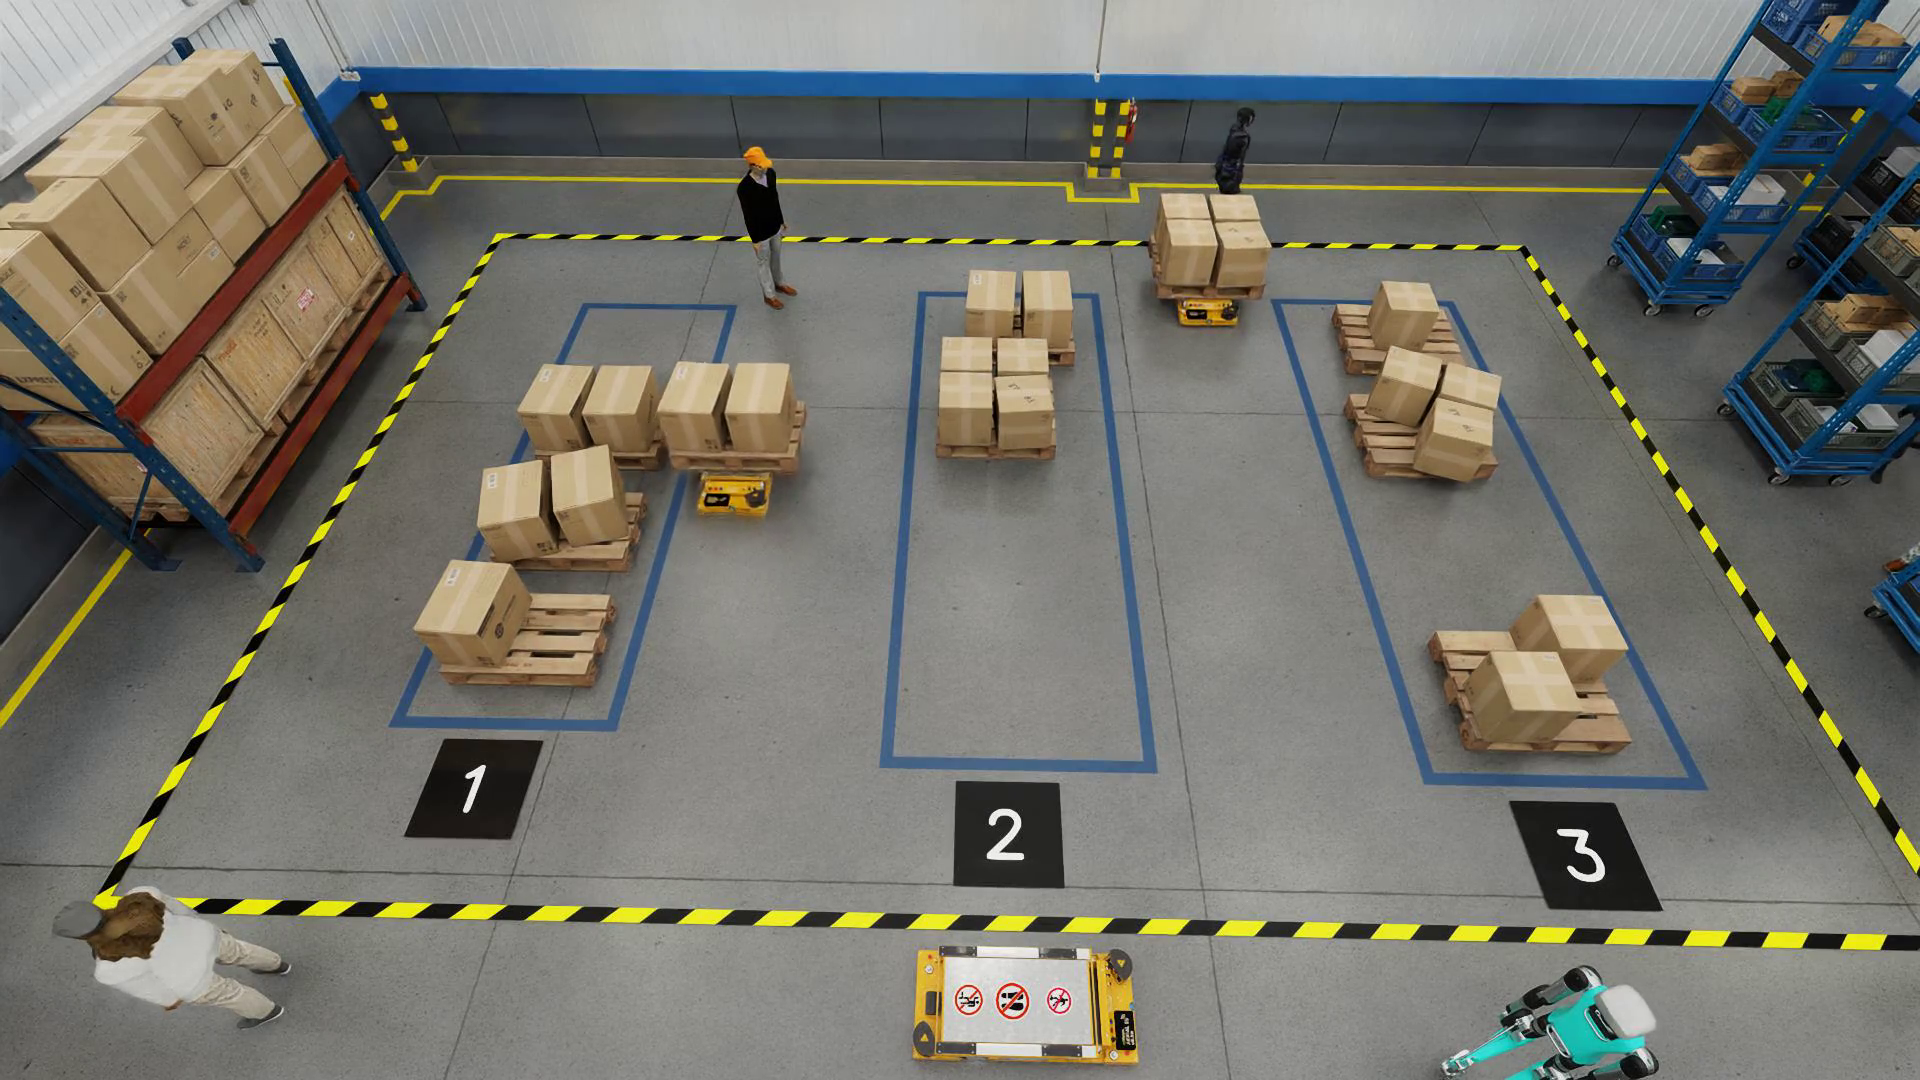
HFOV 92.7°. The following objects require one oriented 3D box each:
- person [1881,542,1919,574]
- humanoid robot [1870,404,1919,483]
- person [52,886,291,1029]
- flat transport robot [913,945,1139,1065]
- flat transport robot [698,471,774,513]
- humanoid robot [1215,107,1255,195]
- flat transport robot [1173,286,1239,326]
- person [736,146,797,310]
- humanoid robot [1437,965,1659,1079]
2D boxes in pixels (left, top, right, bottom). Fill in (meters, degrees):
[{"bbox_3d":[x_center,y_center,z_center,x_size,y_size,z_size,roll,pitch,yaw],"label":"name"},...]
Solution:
[{"bbox_3d":[8.709,-0.234,7.600,0.377,1.939,0.627,-21,54,-16],"label":"person"},{"bbox_3d":[9.314,-1.264,8.615,0.594,1.634,0.643,28,56,21],"label":"humanoid robot"},{"bbox_3d":[-4.643,2.503,5.476,0.397,1.767,0.572,-10,51,-8],"label":"person"},{"bbox_3d":[0.422,3.041,6.007,1.431,0.231,0.659,1,51,1],"label":"flat transport robot"},{"bbox_3d":[-2.167,-0.871,9.178,0.652,0.197,1.431,1,51,1],"label":"flat transport robot"},{"bbox_3d":[3.298,-4.470,11.219,0.363,1.645,0.609,-6,51,-5],"label":"humanoid robot"},{"bbox_3d":[2.894,-3.094,10.990,0.652,0.197,1.431,1,51,1],"label":"flat transport robot"},{"bbox_3d":[-2.171,-3.506,10.303,0.364,1.885,0.585,23,54,17],"label":"person"},{"bbox_3d":[3.098,2.883,5.100,0.735,1.680,0.533,-12,52,-10],"label":"humanoid robot"}]
